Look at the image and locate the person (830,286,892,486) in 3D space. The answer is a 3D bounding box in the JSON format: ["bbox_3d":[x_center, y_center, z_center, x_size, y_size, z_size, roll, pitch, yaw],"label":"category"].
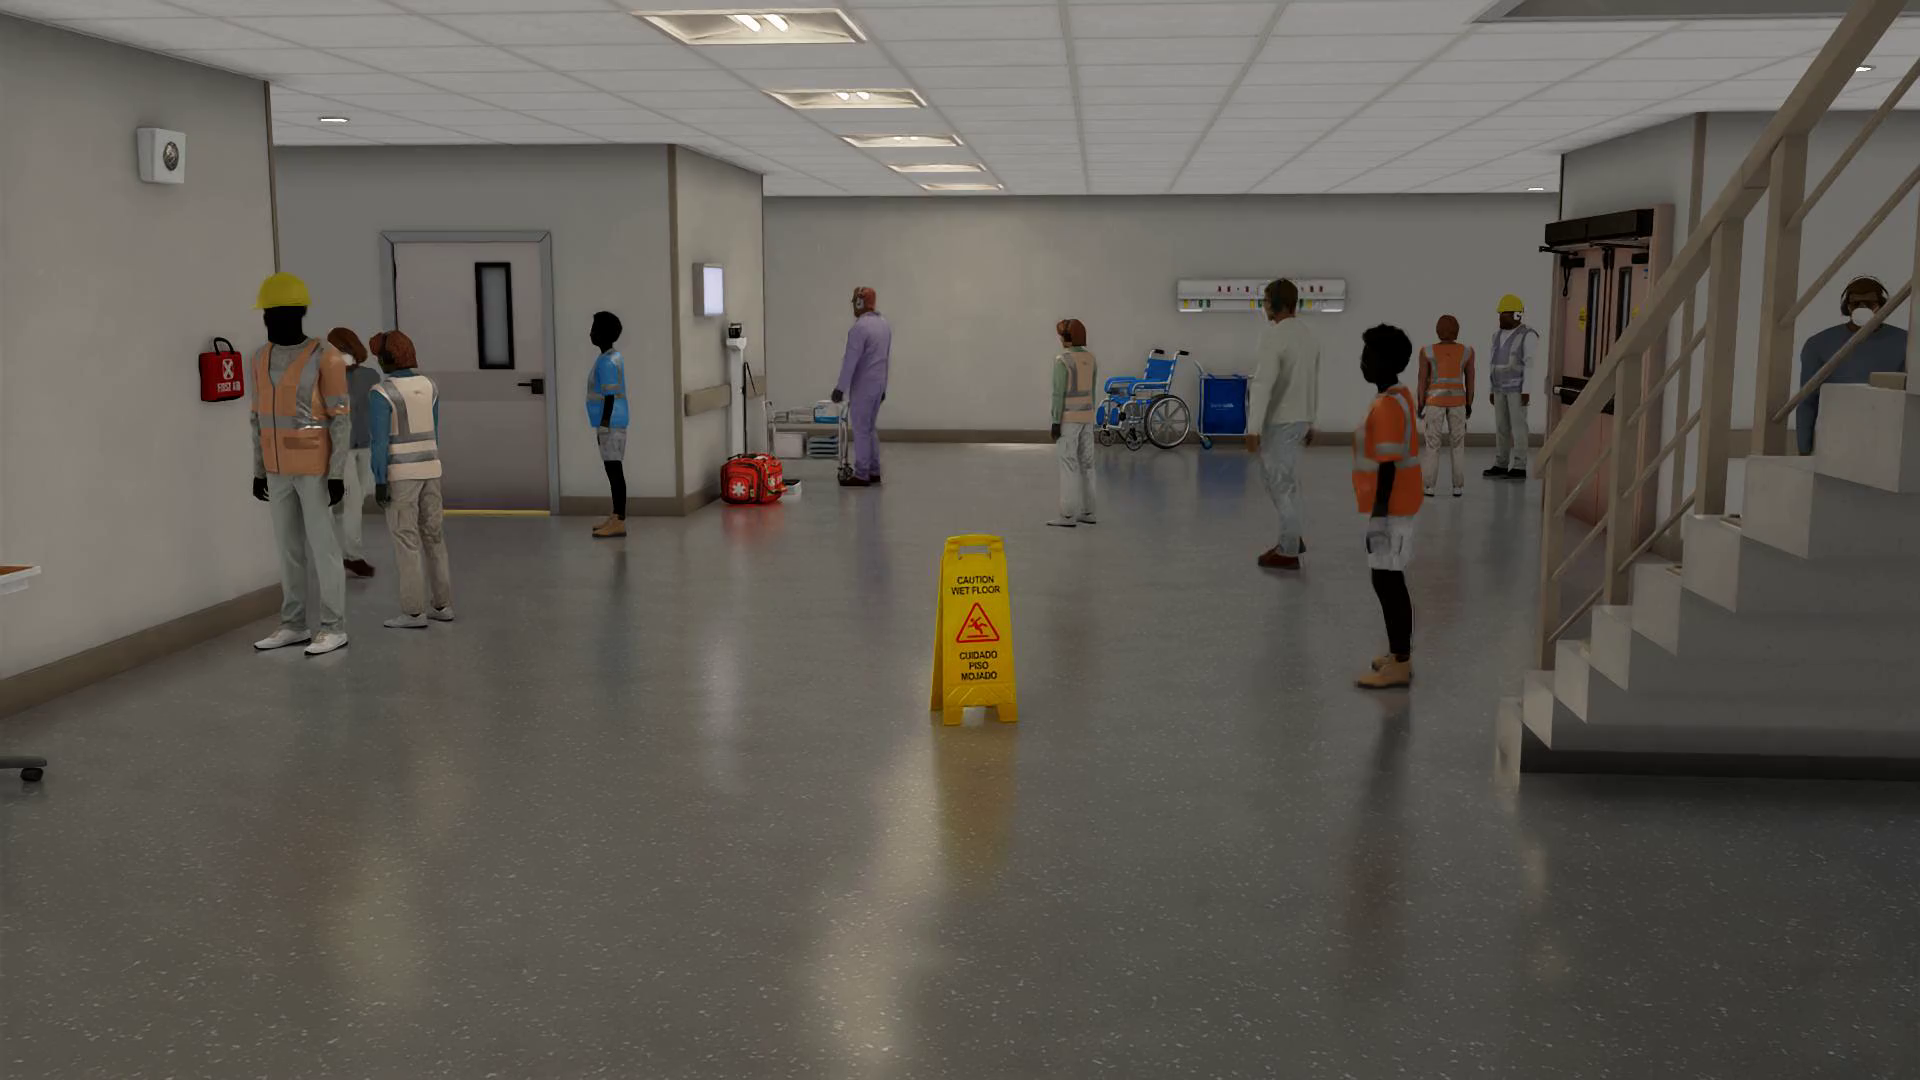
[{"bbox_3d":[-0.927,-1.449,15.801,0.461,1.901,0.668,3,9,20],"label":"person"}]

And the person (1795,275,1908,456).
[{"bbox_3d":[5.152,-0.546,9.573,0.638,1.929,0.369,4,9,23],"label":"person"}]

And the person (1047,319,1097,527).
[{"bbox_3d":[0.900,-0.920,13.105,0.311,1.632,0.518,7,11,39],"label":"person"}]

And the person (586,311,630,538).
[{"bbox_3d":[-2.650,-0.869,12.528,0.318,1.699,0.534,-1,8,-10],"label":"person"}]

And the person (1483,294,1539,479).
[{"bbox_3d":[5.463,-1.519,16.536,0.403,1.828,0.601,-3,9,-21],"label":"person"}]

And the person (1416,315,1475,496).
[{"bbox_3d":[4.376,-1.203,15.002,0.514,1.641,0.307,1,8,3],"label":"person"}]

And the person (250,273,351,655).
[{"bbox_3d":[-3.365,-0.381,8.437,0.594,1.926,0.368,4,9,23],"label":"person"}]

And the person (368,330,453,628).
[{"bbox_3d":[-3.021,-0.328,9.102,0.323,1.630,0.503,3,9,22],"label":"person"}]

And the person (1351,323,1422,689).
[{"bbox_3d":[1.980,-0.152,7.721,0.322,1.683,0.636,3,9,19],"label":"person"}]

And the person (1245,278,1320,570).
[{"bbox_3d":[2.106,-0.761,11.023,0.472,1.924,0.659,7,11,38],"label":"person"}]
